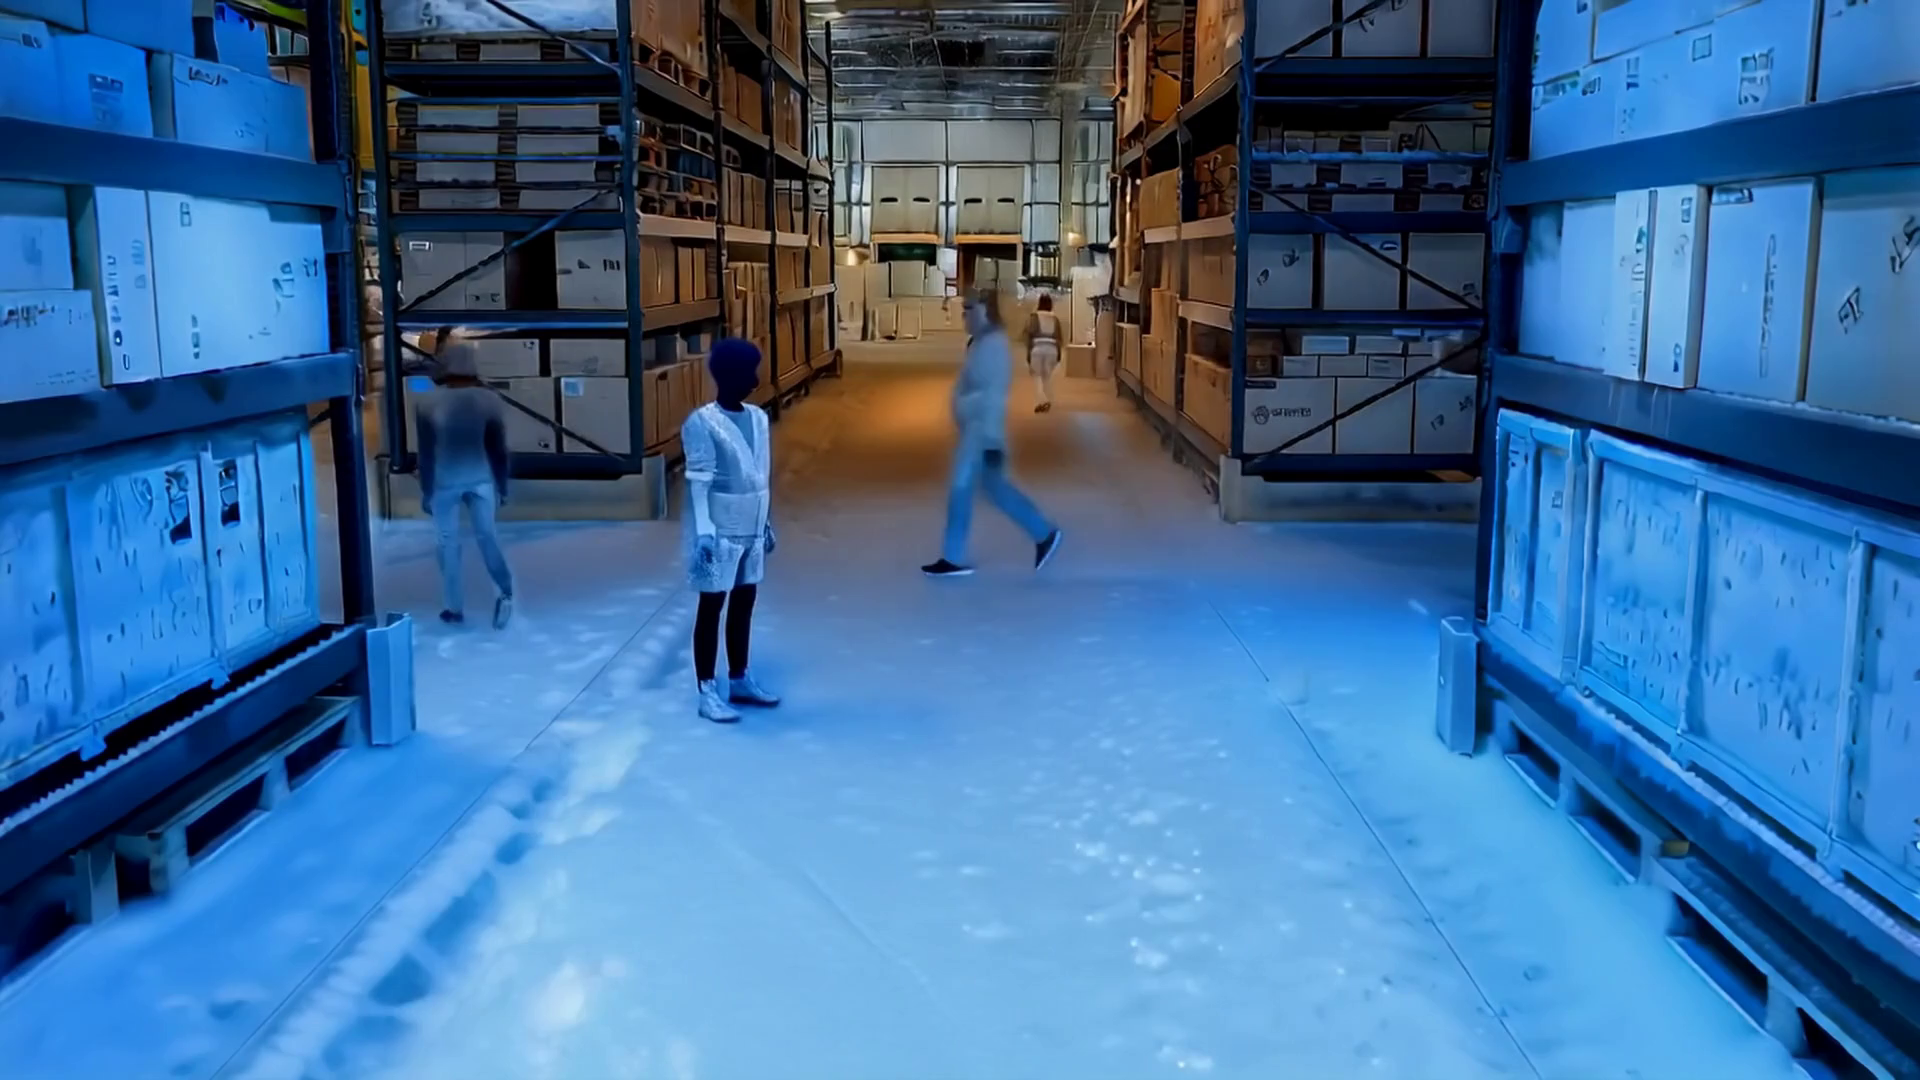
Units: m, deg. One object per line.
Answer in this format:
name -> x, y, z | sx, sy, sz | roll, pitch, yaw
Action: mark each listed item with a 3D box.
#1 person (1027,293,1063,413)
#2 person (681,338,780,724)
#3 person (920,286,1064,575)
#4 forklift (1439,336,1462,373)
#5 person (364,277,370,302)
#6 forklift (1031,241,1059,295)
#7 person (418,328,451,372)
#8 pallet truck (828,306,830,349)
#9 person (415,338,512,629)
person -> 1.163, -2.509, 22.370 | 0.562, 1.612, 0.455 | -4, 10, -25
person -> -1.010, -0.048, 7.402 | 0.320, 1.692, 0.532 | 5, 11, 30
person -> 0.213, -0.699, 10.756 | 0.859, 1.877, 0.642 | 1, 10, 7
forklift -> 6.432, -2.695, 19.703 | 1.129, 2.768, 1.873 | 0, 9, 1
person -> -19.476, -7.896, 53.864 | 0.647, 1.867, 0.999 | 0, 9, 2
forklift -> 3.204, -9.921, 62.989 | 1.129, 2.768, 1.873 | 0, 9, 1
person -> -6.167, -2.199, 19.609 | 0.391, 1.920, 0.593 | -7, 12, -37
pallet truck -> -3.100, -3.940, 29.800 | 1.885, 1.965, 0.823 | 3, 10, 19
person -> -2.702, -0.295, 9.123 | 0.506, 1.613, 0.673 | -7, 12, -35
